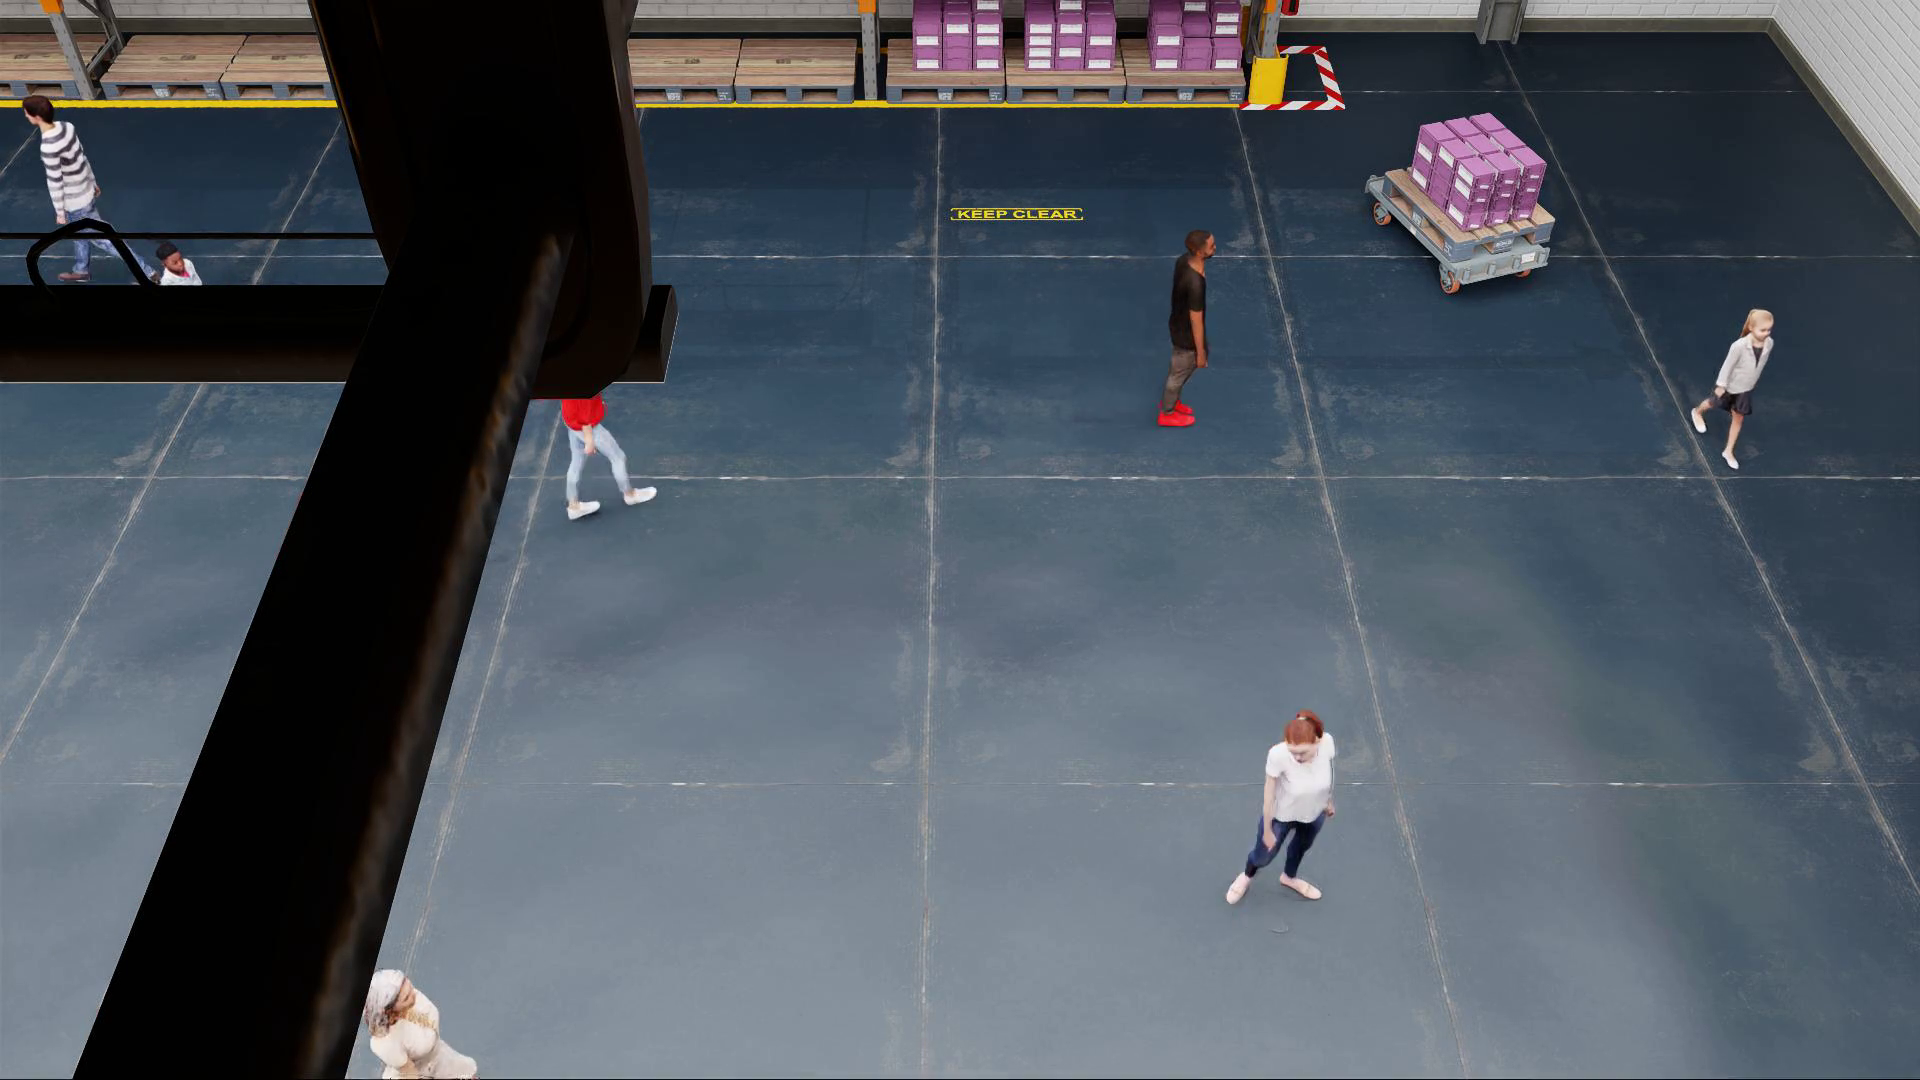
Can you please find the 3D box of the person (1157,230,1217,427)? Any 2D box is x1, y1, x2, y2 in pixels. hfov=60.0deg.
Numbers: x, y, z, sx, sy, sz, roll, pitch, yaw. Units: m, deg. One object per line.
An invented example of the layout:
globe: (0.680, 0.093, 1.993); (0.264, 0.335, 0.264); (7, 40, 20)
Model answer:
person: (1.632, -1.580, 12.620); (0.593, 1.798, 0.673); (-2, 44, -2)

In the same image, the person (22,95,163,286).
person: (-7.308, -2.859, 13.958); (1.188, 1.805, 0.735); (-4, 44, -4)

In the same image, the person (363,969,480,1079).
person: (-2.772, 2.672, 8.238); (1.159, 1.687, 0.677); (-4, 44, -4)

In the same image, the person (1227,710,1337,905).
person: (1.895, 1.516, 9.420); (0.687, 1.730, 0.853); (-27, 50, -25)

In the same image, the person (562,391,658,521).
person: (-2.759, -0.795, 11.885); (1.023, 1.676, 0.890); (-23, 48, -23)

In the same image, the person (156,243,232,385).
person: (-6.147, -1.855, 13.307); (0.789, 1.250, 0.651); (16, 46, 16)

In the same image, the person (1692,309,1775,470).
person: (5.881, -1.233, 12.655); (0.838, 1.249, 0.610); (-4, 44, -4)
